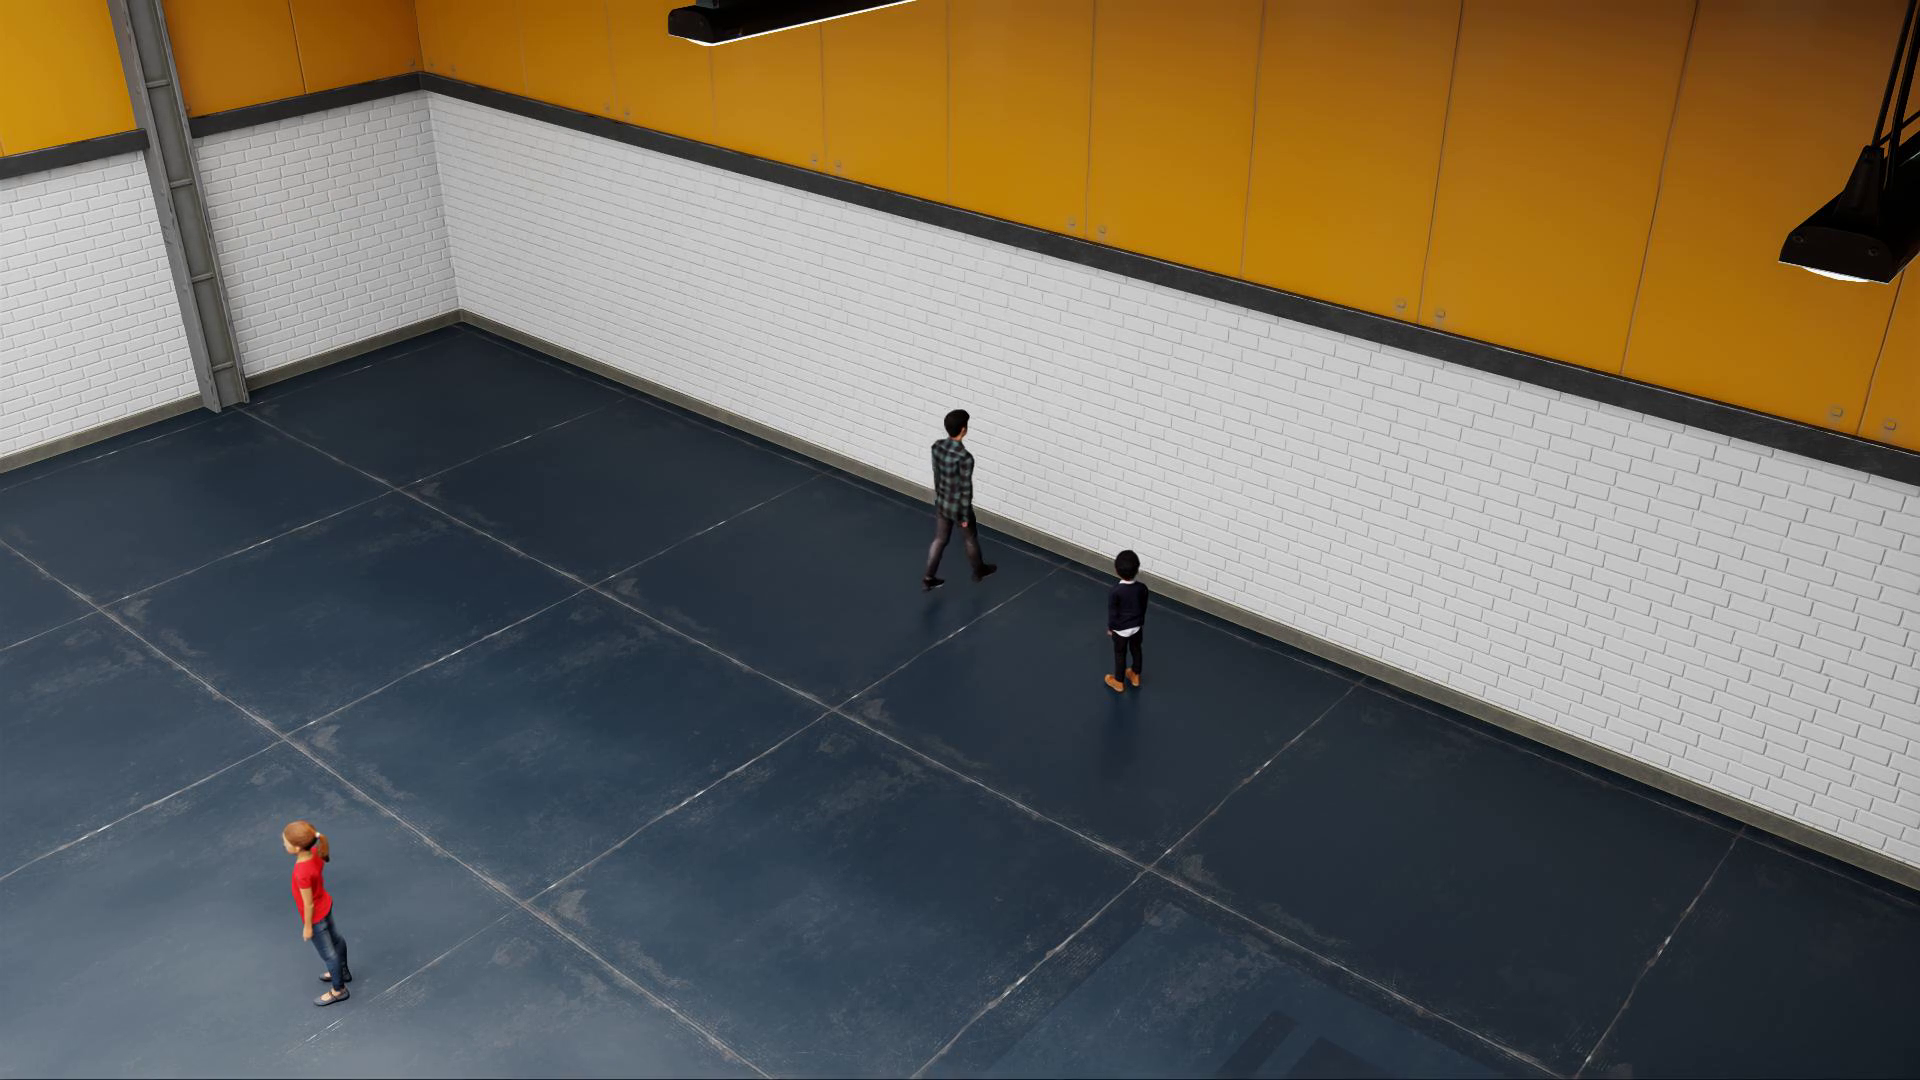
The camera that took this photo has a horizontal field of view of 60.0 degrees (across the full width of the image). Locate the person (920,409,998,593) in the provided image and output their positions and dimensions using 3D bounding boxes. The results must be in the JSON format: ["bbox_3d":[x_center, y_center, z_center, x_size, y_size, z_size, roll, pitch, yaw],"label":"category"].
[{"bbox_3d":[-0.114,-0.306,14.254,1.014,1.680,0.749,-25,38,-38],"label":"person"}]

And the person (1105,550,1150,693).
[{"bbox_3d":[1.329,0.637,13.159,0.535,1.223,0.634,-12,31,-21],"label":"person"}]

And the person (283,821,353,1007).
[{"bbox_3d":[-3.901,2.247,10.115,0.634,1.310,0.577,-4,29,-7],"label":"person"}]
